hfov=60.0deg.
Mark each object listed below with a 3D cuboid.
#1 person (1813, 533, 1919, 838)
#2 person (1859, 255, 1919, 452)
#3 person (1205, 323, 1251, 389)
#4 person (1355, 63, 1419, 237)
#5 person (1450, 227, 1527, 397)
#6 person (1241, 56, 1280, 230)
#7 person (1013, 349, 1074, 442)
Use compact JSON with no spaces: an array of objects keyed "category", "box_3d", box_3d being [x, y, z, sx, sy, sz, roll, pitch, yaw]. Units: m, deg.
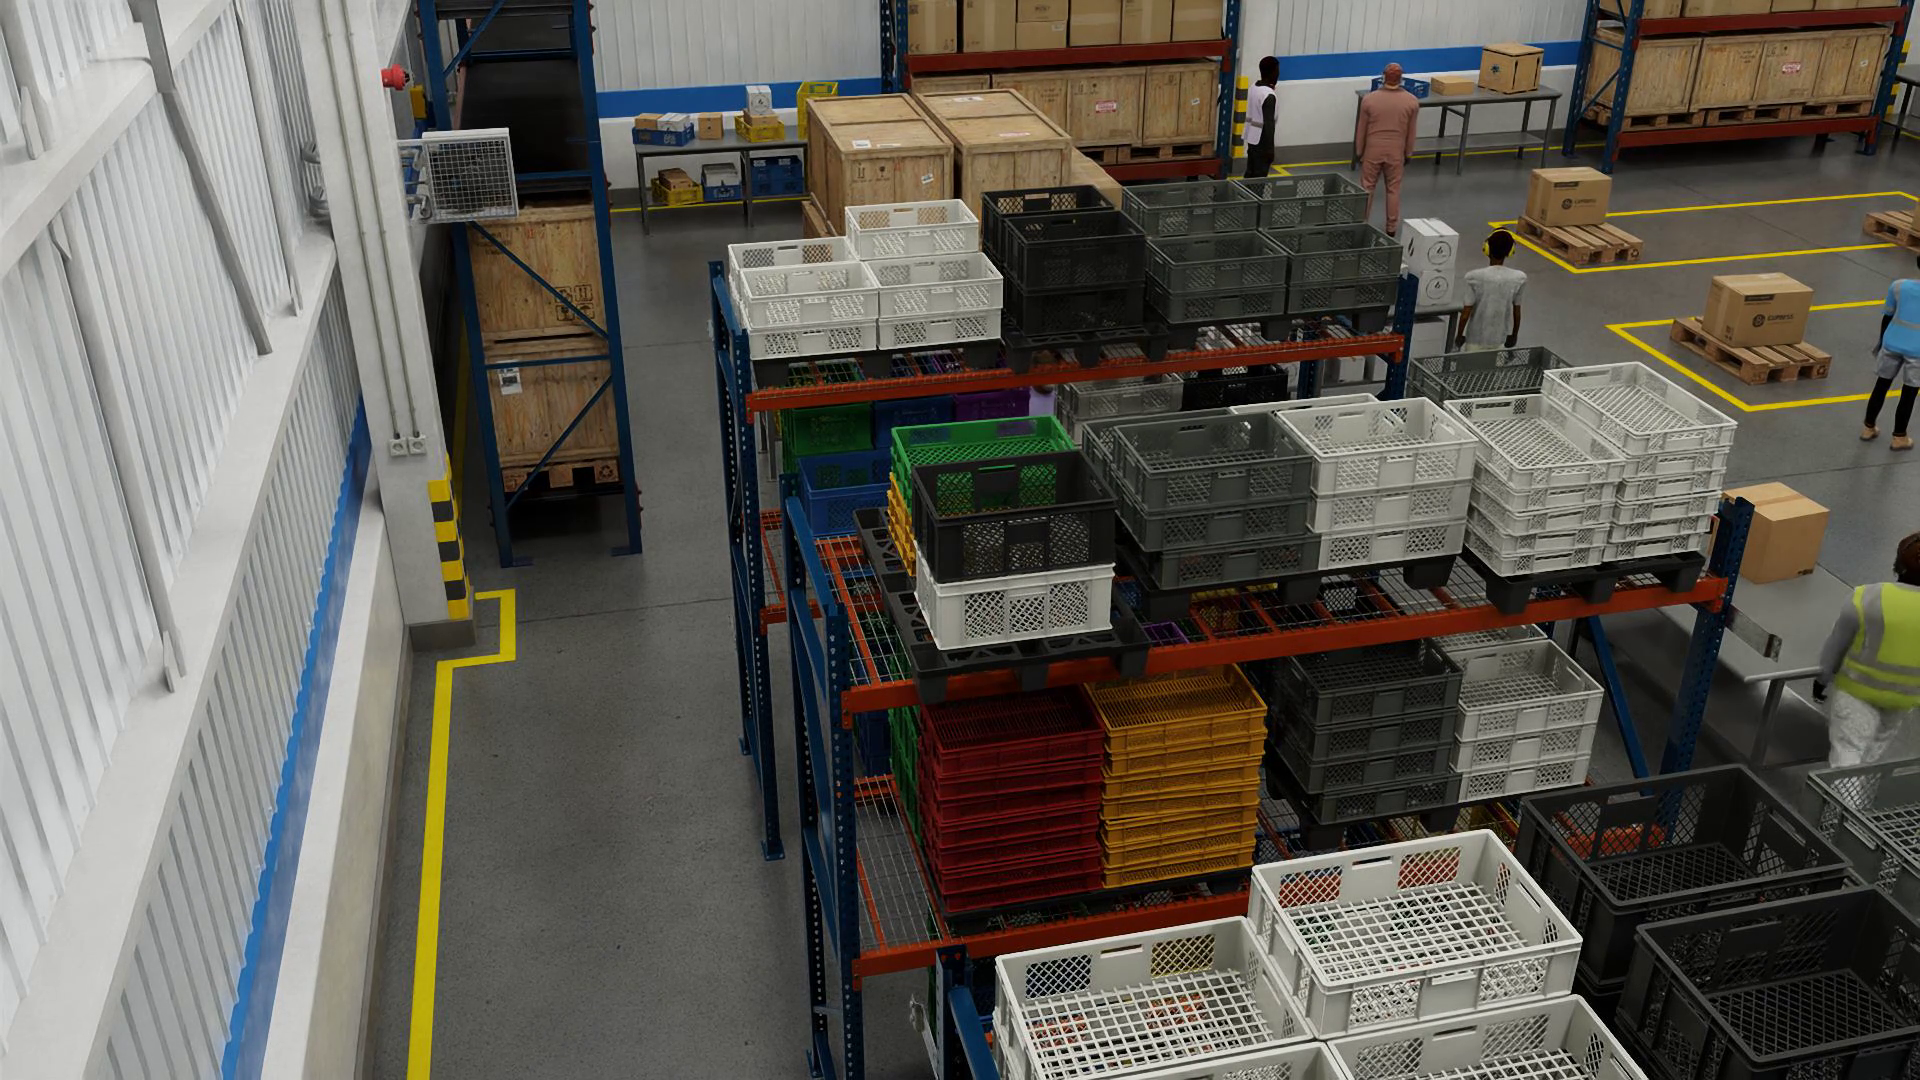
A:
[{"category":"person","box_3d":[4.918,0.798,8.877,0.637,1.805,0.922,6,28,12]},{"category":"person","box_3d":[7.671,-1.553,13.443,0.319,1.695,0.536,-17,32,-29]},{"category":"person","box_3d":[2.056,-1.325,12.823,0.353,1.879,0.568,0,28,0]},{"category":"person","box_3d":[4.721,-4.341,18.526,0.648,1.899,0.398,4,28,8]},{"category":"person","box_3d":[4.200,-1.579,13.312,0.533,1.868,0.310,0,28,0]},{"category":"person","box_3d":[3.387,-4.481,18.768,0.392,1.916,0.592,-6,28,-12]},{"category":"person","box_3d":[0.521,-0.391,10.985,0.362,1.936,0.631,24,36,38]}]
